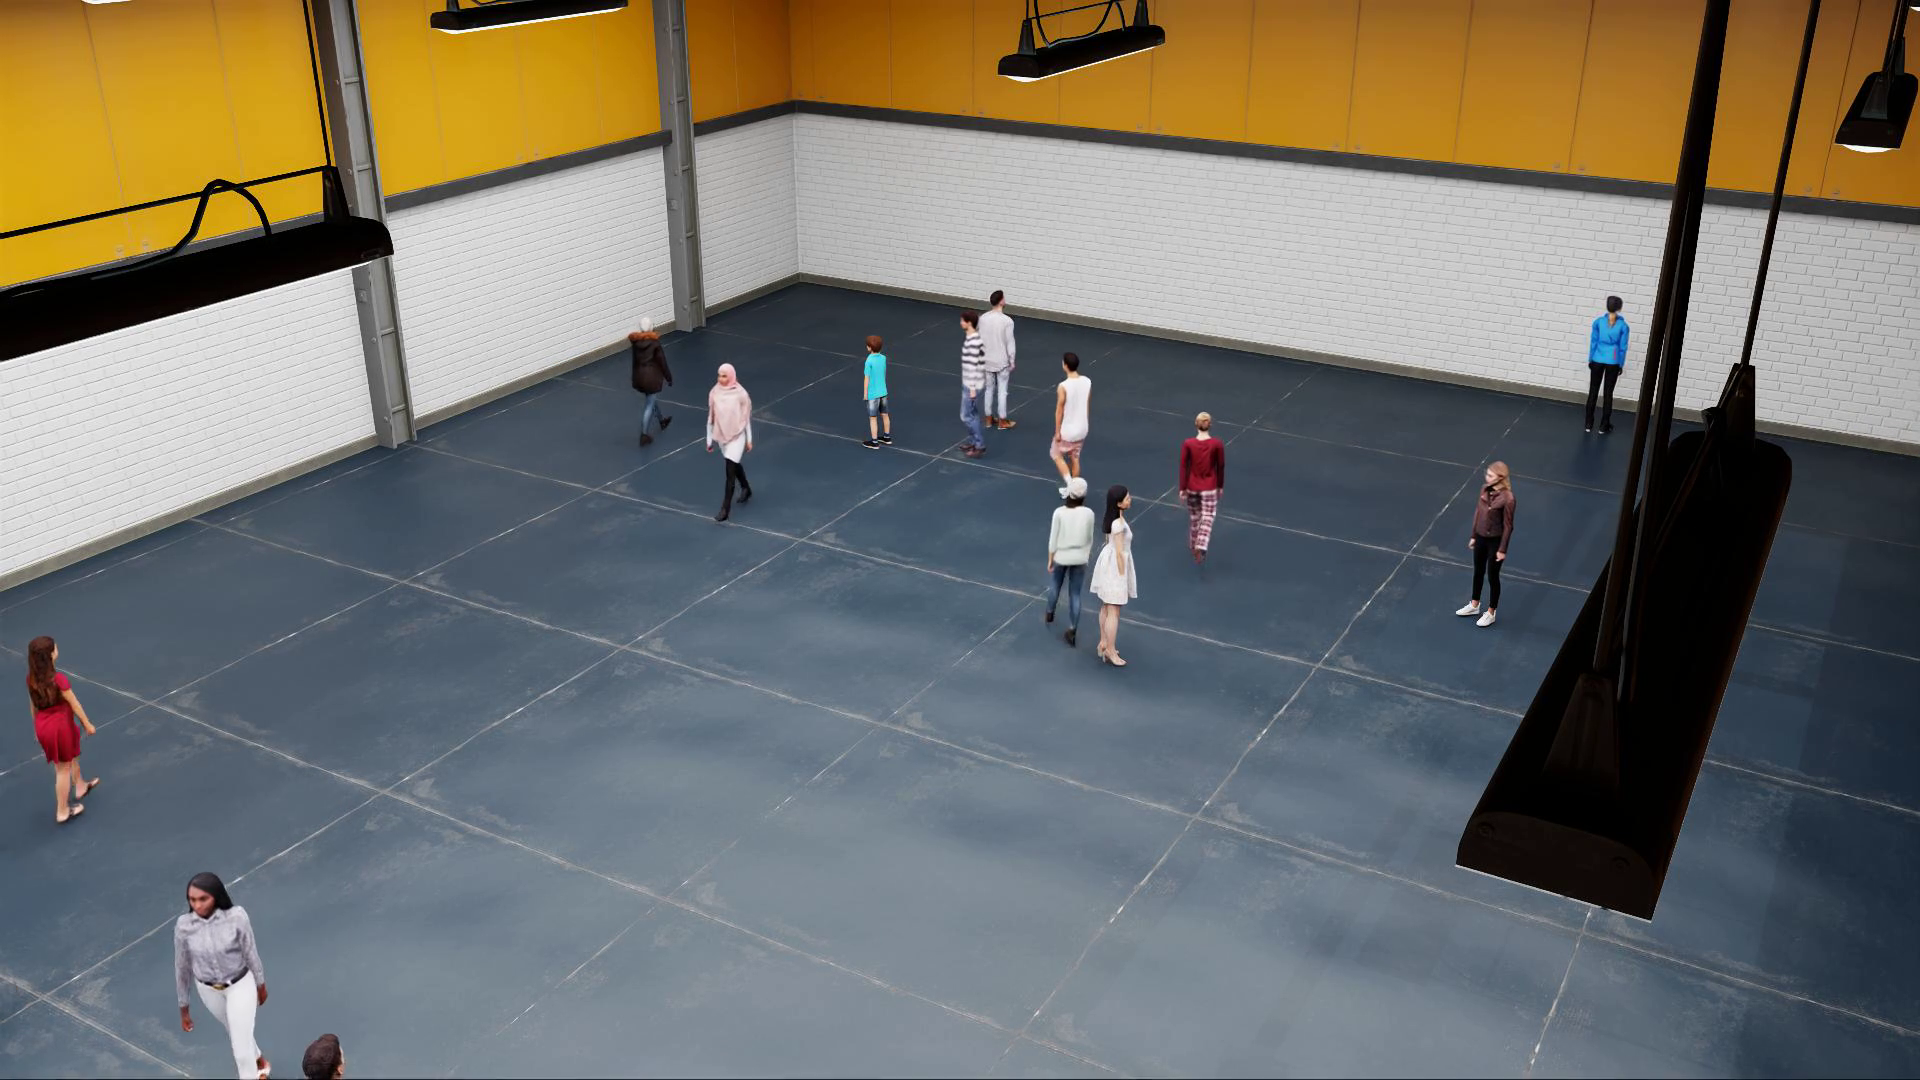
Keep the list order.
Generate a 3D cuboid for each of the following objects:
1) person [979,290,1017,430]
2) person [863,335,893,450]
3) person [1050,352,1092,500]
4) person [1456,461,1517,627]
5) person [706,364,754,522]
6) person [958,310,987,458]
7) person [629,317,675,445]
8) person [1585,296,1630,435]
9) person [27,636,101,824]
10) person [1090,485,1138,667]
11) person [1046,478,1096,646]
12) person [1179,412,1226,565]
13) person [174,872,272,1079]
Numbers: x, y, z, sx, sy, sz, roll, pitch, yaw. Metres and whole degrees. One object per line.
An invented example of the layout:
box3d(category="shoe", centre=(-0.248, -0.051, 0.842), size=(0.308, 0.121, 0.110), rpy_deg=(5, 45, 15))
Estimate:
box3d(category="person", centre=(0.484, -2.349, 21.559), size=(0.697, 1.839, 0.563), rpy_deg=(15, 28, 31))
box3d(category="person", centre=(-1.046, -1.884, 20.985), size=(0.606, 1.448, 0.463), rpy_deg=(19, 30, 36))
box3d(category="person", centre=(1.338, -1.264, 19.159), size=(0.808, 1.775, 0.855), rpy_deg=(-14, 27, -29))
box3d(category="person", centre=(5.219, 0.012, 16.328), size=(0.694, 1.704, 0.679), rpy_deg=(-11, 26, -24))
box3d(category="person", centre=(-2.570, -1.146, 18.924), size=(0.794, 1.746, 1.240), rpy_deg=(8, 25, 18))
box3d(category="person", centre=(0.184, -1.943, 20.621), size=(0.830, 1.847, 0.715), rpy_deg=(-1, 24, -2))
box3d(category="person", centre=(-3.965, -1.986, 21.036), size=(0.690, 1.593, 1.028), rpy_deg=(10, 26, 23))
box3d(category="person", centre=(8.309, -2.261, 21.407), size=(0.637, 1.800, 0.551), rpy_deg=(17, 29, 33))
box3d(category="person", centre=(-7.161, 1.519, 13.096), size=(0.636, 1.531, 0.841), rpy_deg=(8, 25, 18))
box3d(category="person", centre=(1.451, 0.318, 15.540), size=(0.834, 1.774, 0.758), rpy_deg=(-3, 24, -6))
box3d(category="person", centre=(1.098, 0.226, 15.960), size=(0.905, 1.606, 1.059), rpy_deg=(-1, 24, -3))
box3d(category="person", centre=(2.564, -0.535, 17.609), size=(0.794, 1.680, 1.017), rpy_deg=(5, 24, 10))
box3d(category="person", centre=(-4.443, 2.721, 10.154), size=(0.998, 1.686, 1.147), rpy_deg=(-2, 24, -5))
